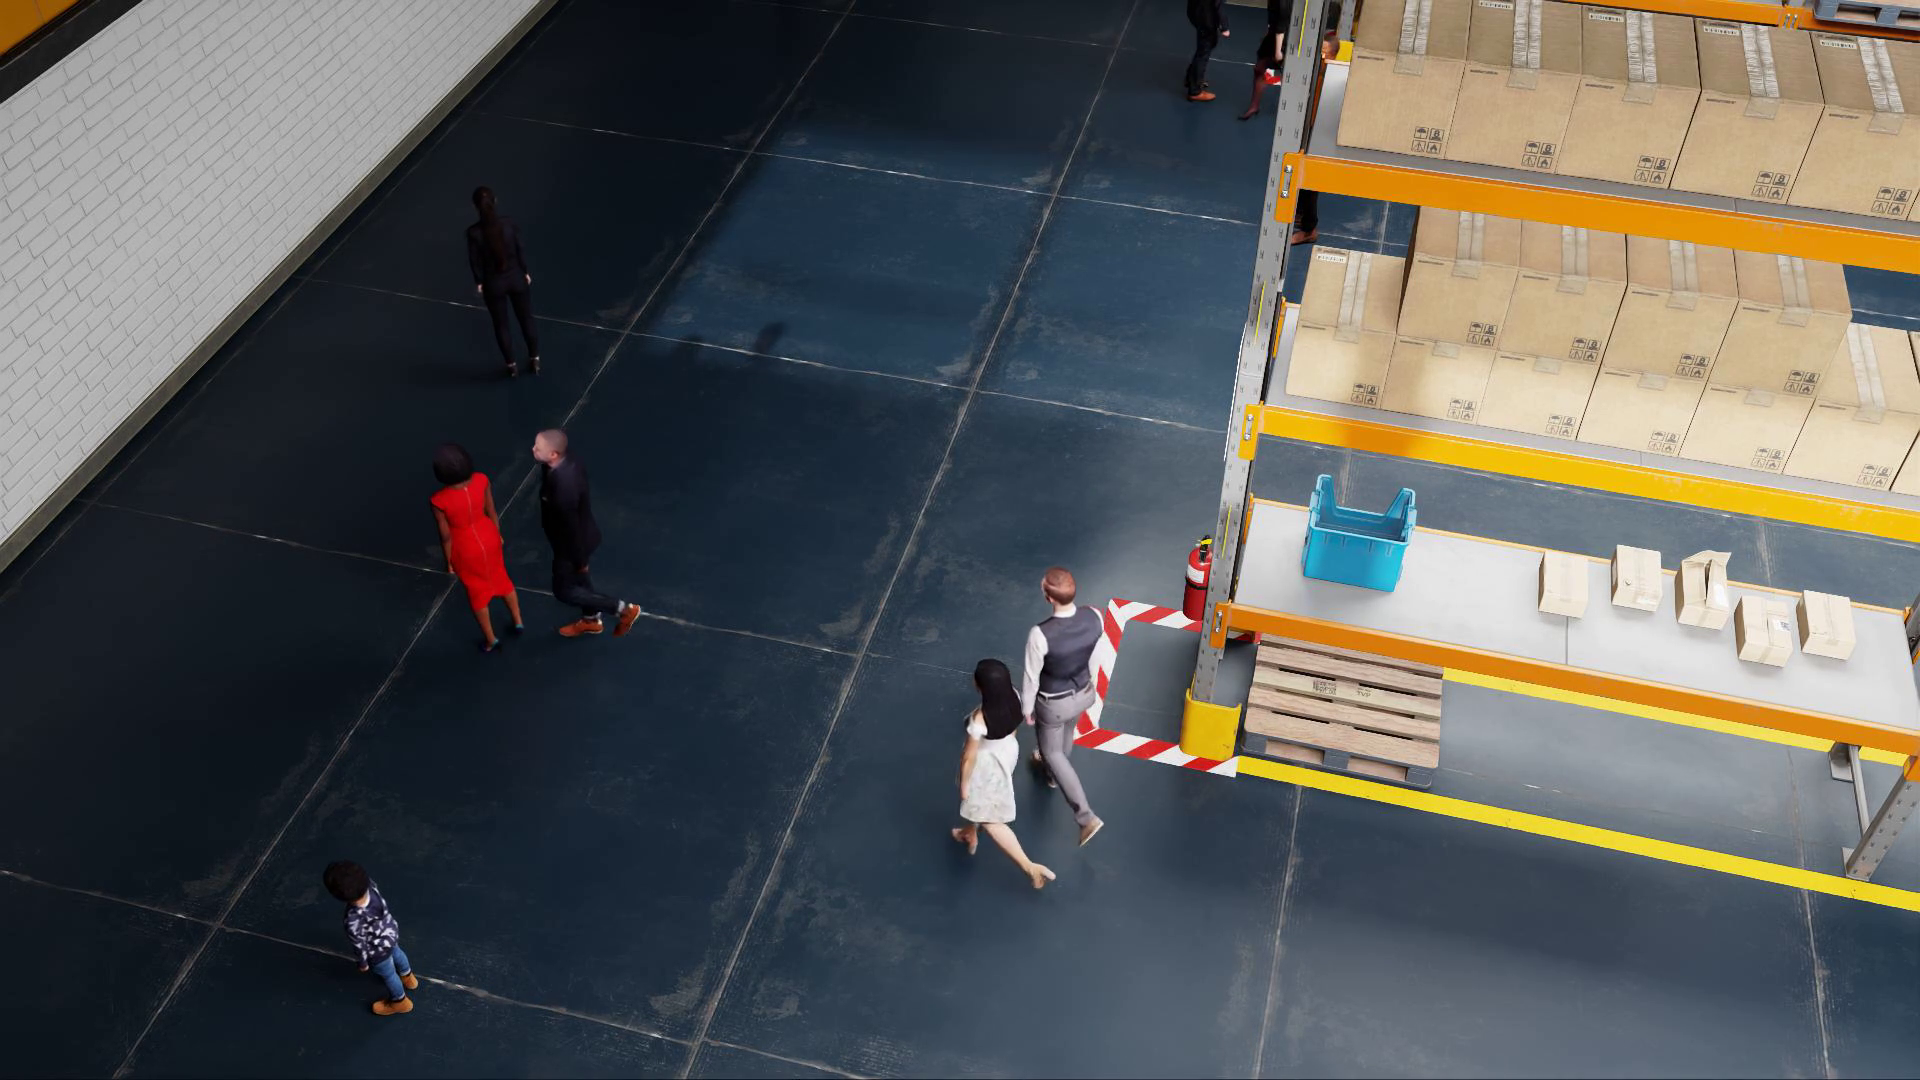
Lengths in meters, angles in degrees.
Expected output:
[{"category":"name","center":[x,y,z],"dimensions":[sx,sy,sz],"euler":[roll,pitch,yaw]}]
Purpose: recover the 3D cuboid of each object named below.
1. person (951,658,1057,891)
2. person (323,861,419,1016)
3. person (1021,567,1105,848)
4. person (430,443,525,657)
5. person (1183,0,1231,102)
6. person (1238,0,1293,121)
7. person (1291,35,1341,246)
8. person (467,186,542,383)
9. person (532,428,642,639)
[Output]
[{"category":"person","center":[0.230,1.350,9.406],"dimensions":[1.120,1.750,0.903],"euler":[32,52,29]},{"category":"person","center":[-3.153,2.126,8.952],"dimensions":[0.534,1.254,0.529],"euler":[3,44,3]},{"category":"person","center":[0.654,0.974,9.686],"dimensions":[1.151,1.909,1.180],"euler":[-18,47,-18]},{"category":"person","center":[-3.130,0.066,10.759],"dimensions":[0.646,1.743,0.656],"euler":[-34,53,-30]},{"category":"person","center":[2.311,-5.085,16.132],"dimensions":[0.769,1.789,0.797],"euler":[-6,44,-6]},{"category":"person","center":[3.137,-4.711,15.831],"dimensions":[1.113,1.664,0.761],"euler":[3,44,3]},{"category":"person","center":[3.044,-3.453,14.337],"dimensions":[0.724,1.904,0.775],"euler":[-2,44,-2]},{"category":"person","center":[-3.542,-1.986,12.938],"dimensions":[0.611,1.709,0.700],"euler":[-15,46,-15]},{"category":"person","center":[-2.442,-0.017,10.801],"dimensions":[0.957,1.805,0.869],"euler":[-6,44,-7]}]
